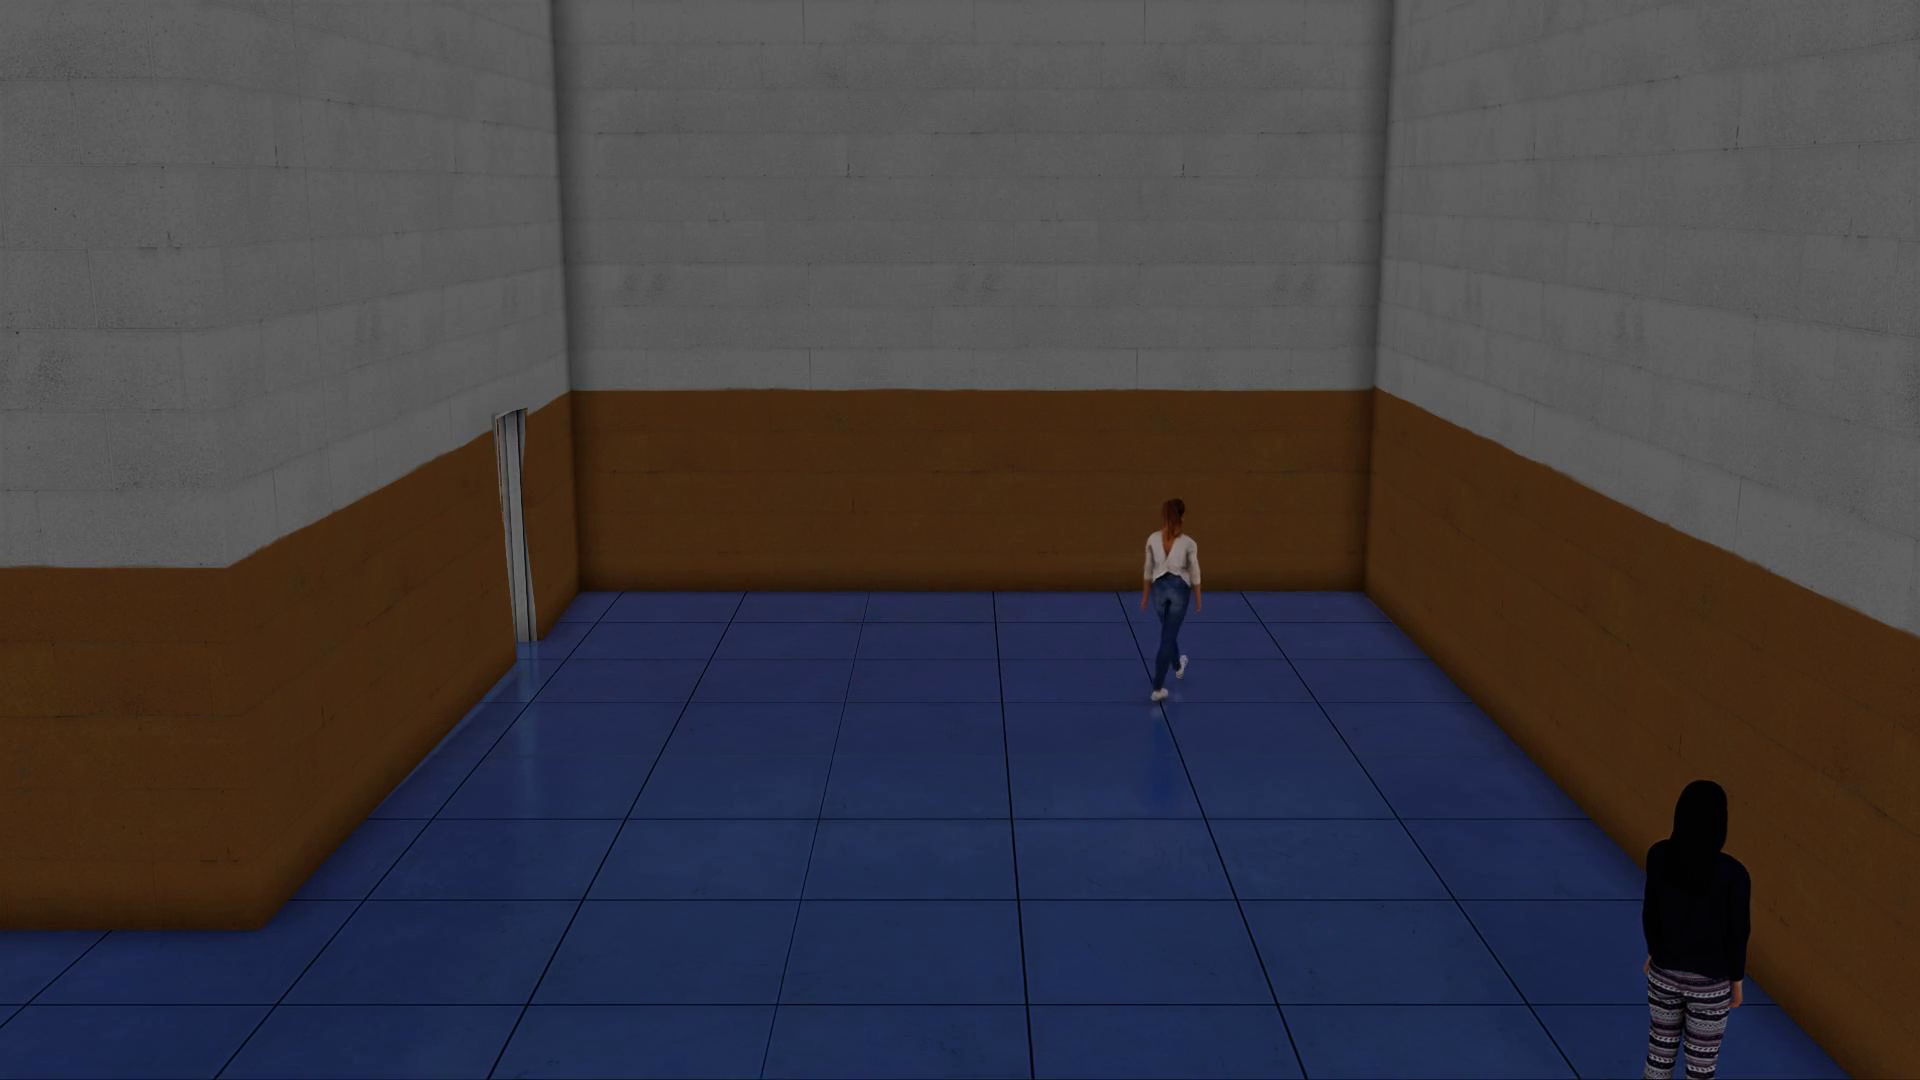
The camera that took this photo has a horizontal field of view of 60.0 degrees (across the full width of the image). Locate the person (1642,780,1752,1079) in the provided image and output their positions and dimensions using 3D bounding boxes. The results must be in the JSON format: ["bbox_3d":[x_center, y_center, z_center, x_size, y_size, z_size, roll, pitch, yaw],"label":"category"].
[{"bbox_3d":[3.248,1.892,7.396,0.730,1.734,0.672,-11,16,-43],"label":"person"}]

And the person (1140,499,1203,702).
[{"bbox_3d":[1.740,0.533,13.993,1.137,1.676,1.059,7,14,30],"label":"person"}]
